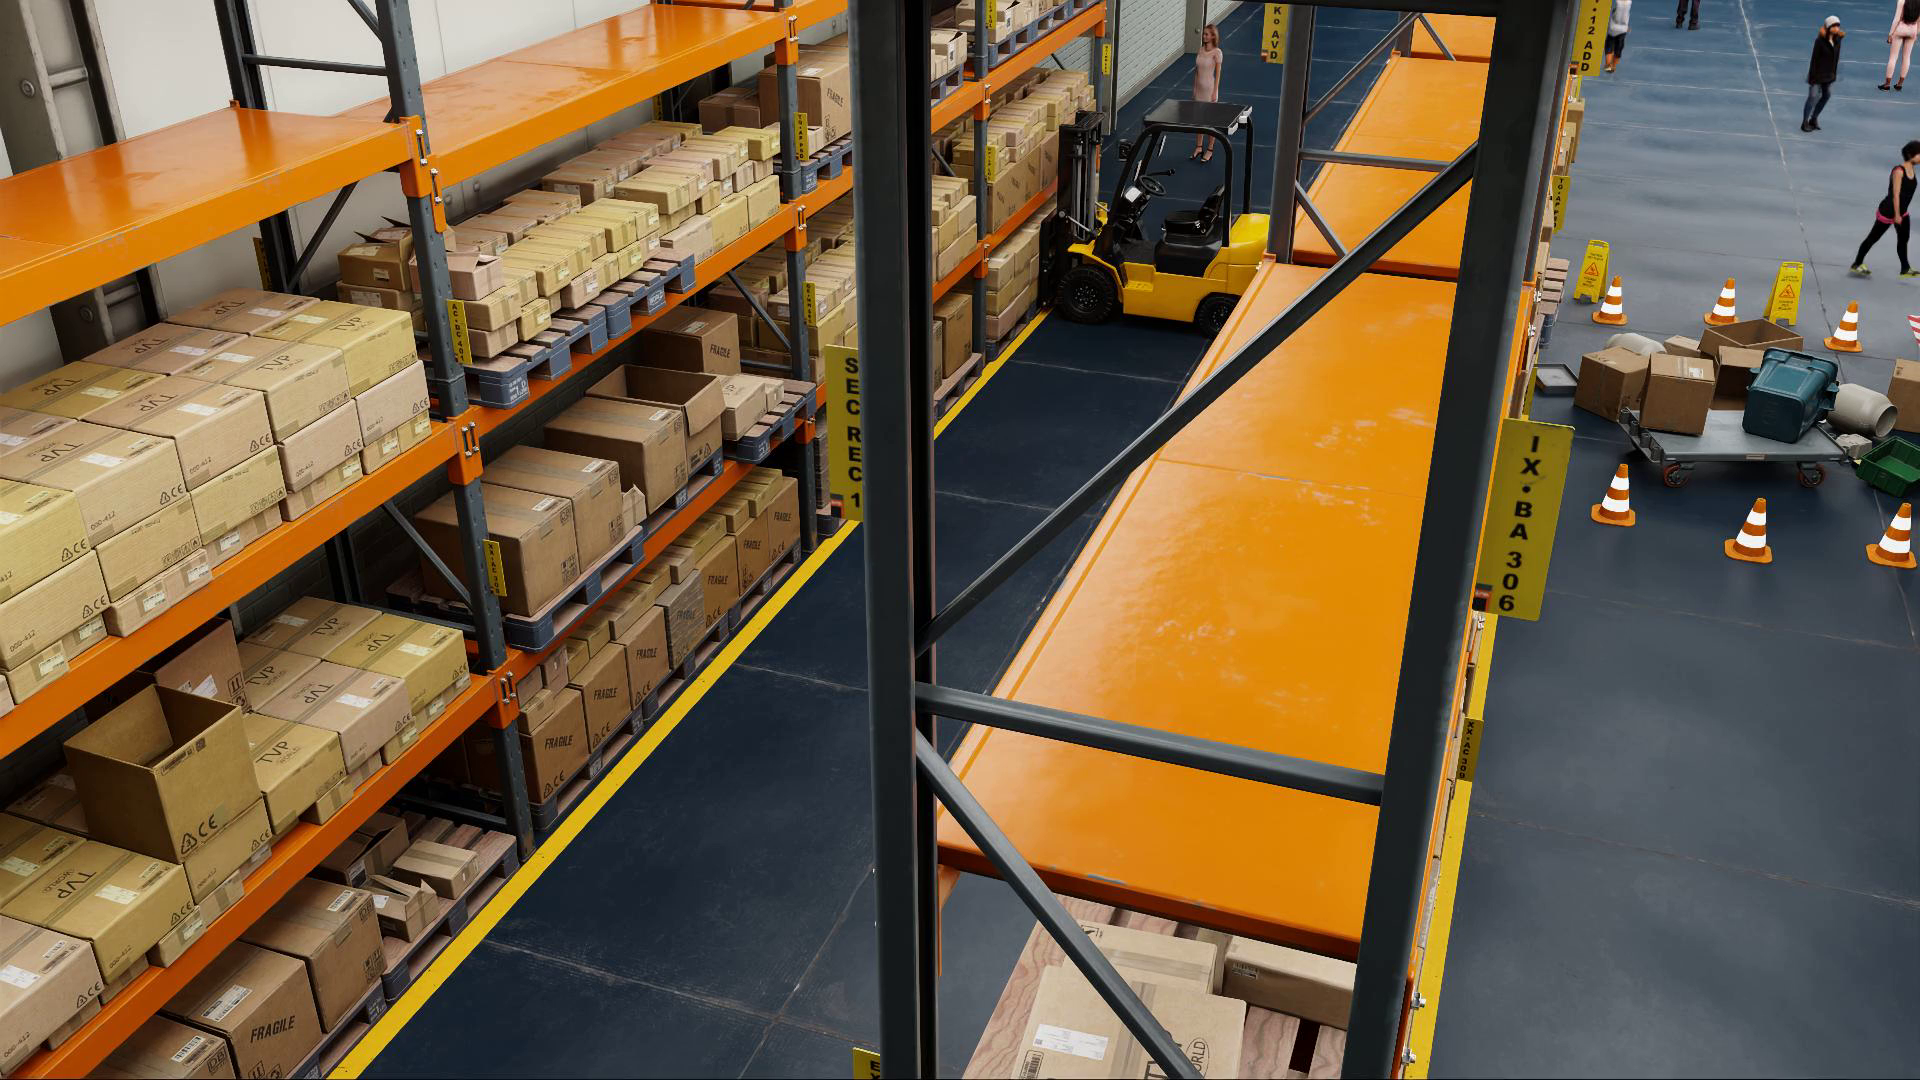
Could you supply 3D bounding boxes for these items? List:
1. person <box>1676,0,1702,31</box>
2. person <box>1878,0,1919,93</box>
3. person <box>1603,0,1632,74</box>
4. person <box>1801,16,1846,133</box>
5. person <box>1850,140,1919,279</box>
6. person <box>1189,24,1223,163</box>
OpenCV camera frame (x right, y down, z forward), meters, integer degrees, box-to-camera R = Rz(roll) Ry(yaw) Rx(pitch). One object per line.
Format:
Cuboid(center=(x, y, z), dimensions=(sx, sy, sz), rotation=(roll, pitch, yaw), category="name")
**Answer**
Cuboid(center=(13.593, -10.414, 30.781), dimensions=(0.771, 1.826, 0.731), rotation=(23, 35, 36), category="person")
Cuboid(center=(14.986, -8.015, 26.384), dimensions=(0.678, 1.722, 0.638), rotation=(1, 28, 2), category="person")
Cuboid(center=(10.958, -8.529, 27.645), dimensions=(0.618, 1.444, 0.633), rotation=(7, 29, 13), category="person")
Cuboid(center=(12.515, -6.783, 24.166), dimensions=(0.750, 1.633, 0.784), rotation=(-7, 29, -13), category="person")
Cuboid(center=(10.248, -3.657, 18.415), dimensions=(0.963, 1.522, 0.932), rotation=(-19, 33, -31), category="person")
Cuboid(center=(3.362, -6.085, 22.647), dimensions=(0.658, 1.830, 0.648), rotation=(-21, 35, -34), category="person")
